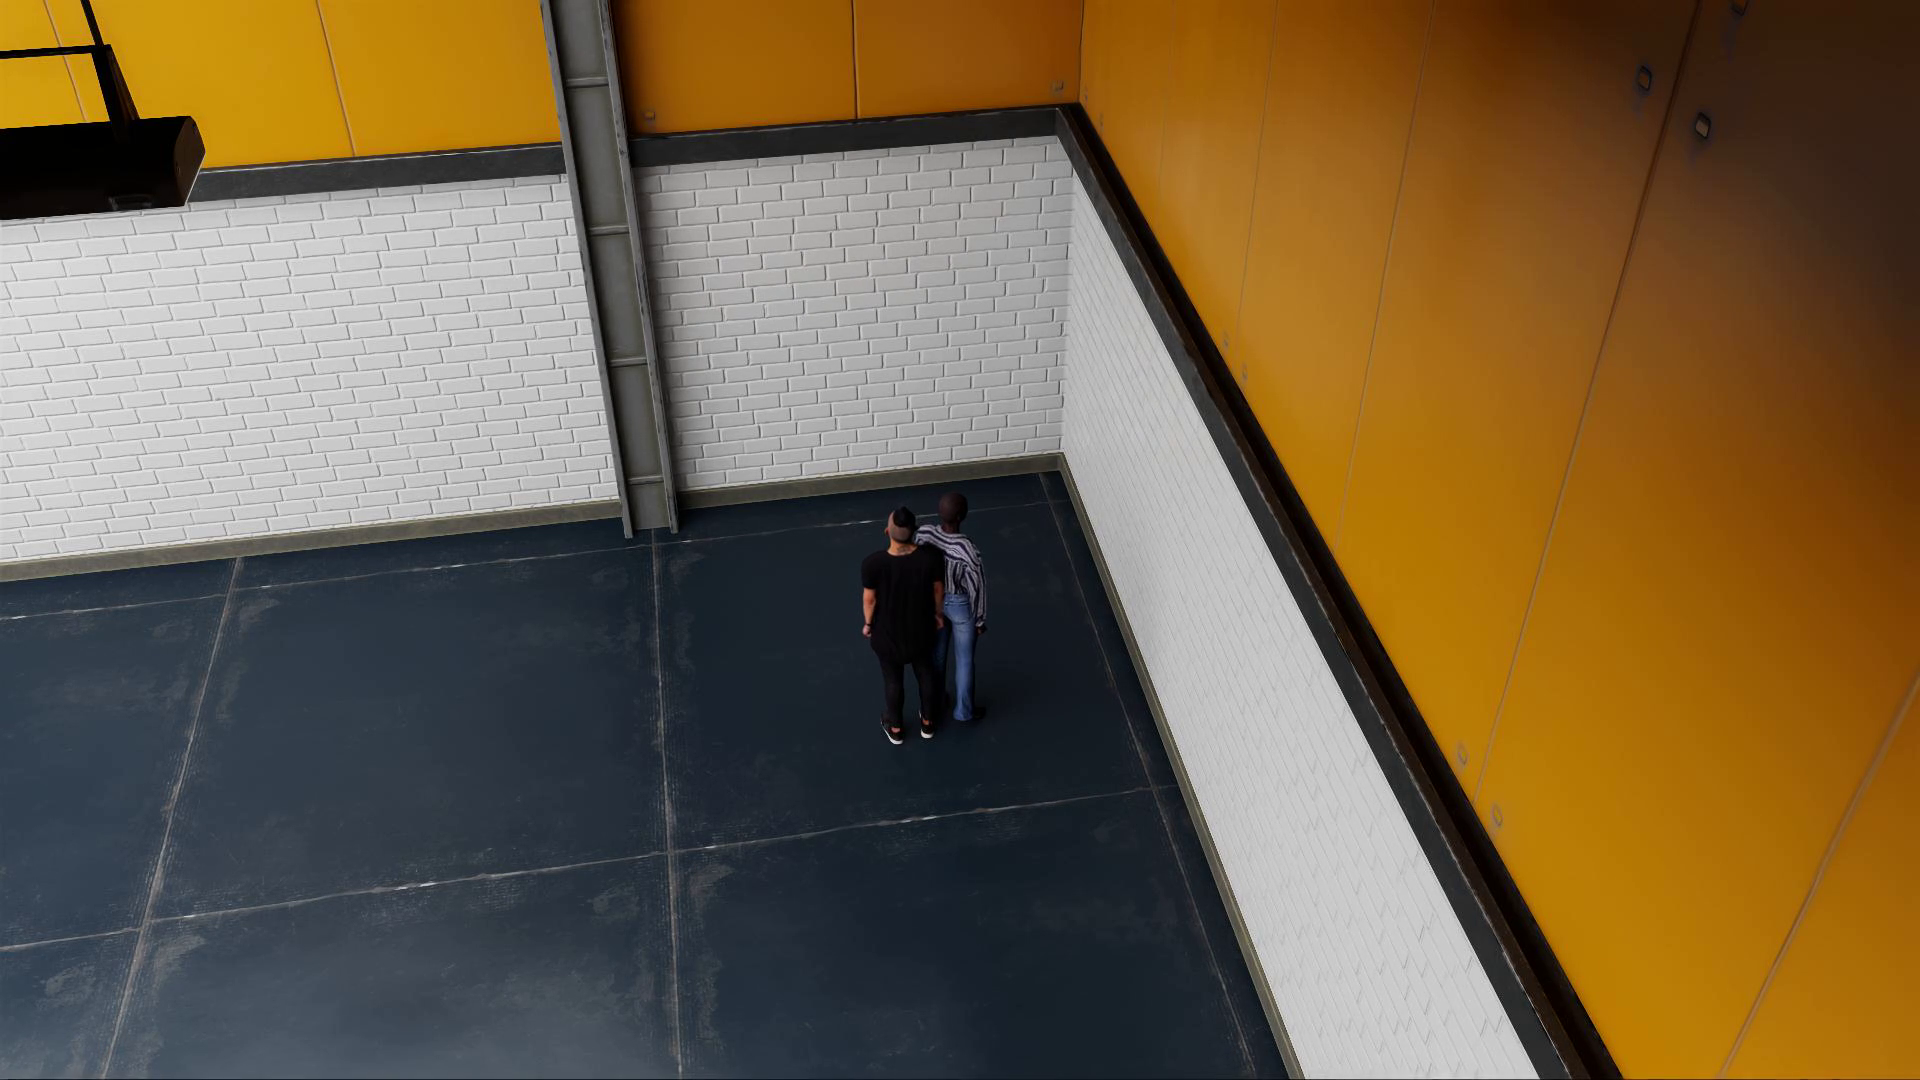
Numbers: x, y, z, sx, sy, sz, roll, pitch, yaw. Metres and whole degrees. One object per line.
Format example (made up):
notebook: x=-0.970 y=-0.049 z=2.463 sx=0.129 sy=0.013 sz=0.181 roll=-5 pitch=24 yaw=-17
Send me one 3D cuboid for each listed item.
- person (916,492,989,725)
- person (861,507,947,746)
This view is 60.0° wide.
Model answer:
person: x=-0.049 y=0.436 z=10.358 sx=0.683 sy=1.796 sz=0.751 roll=22 pitch=44 yaw=25
person: x=-0.338 y=0.504 z=10.220 sx=0.529 sy=1.862 sz=0.755 roll=-9 pitch=39 yaw=-11
